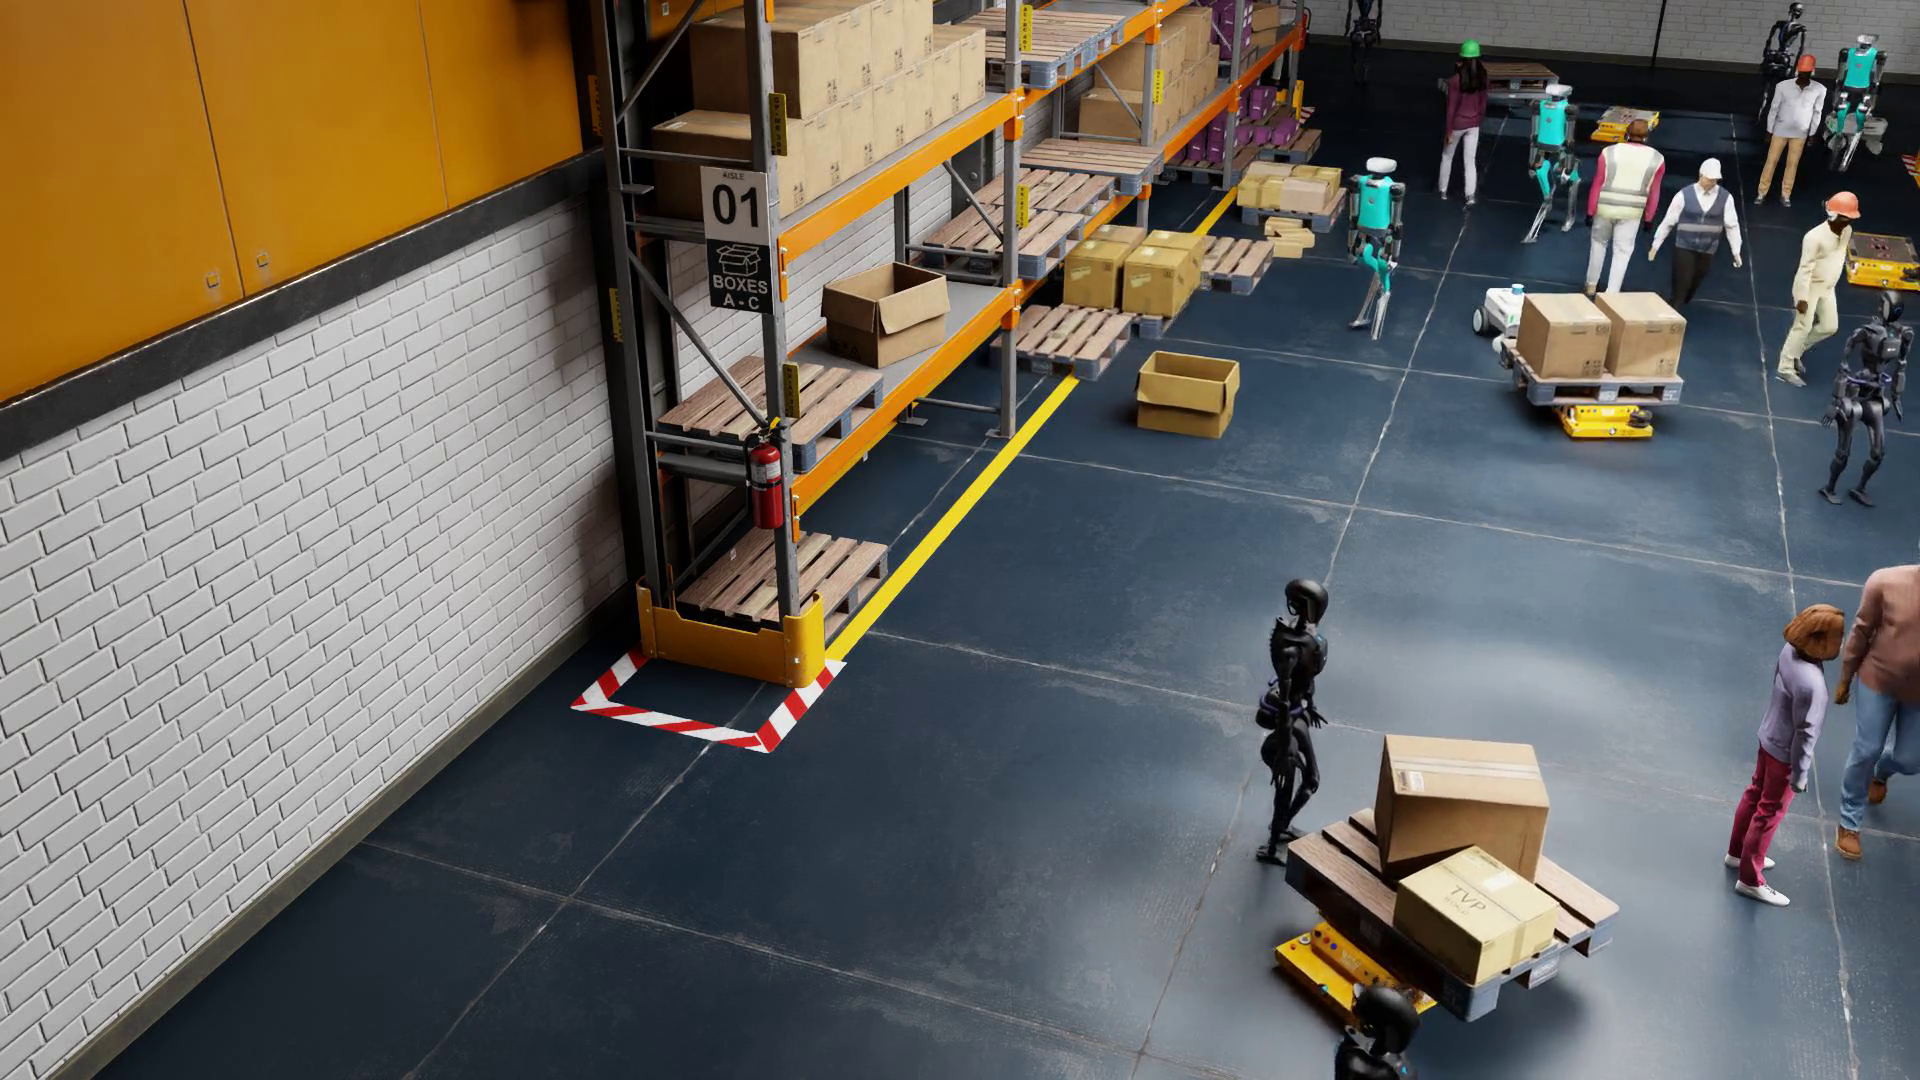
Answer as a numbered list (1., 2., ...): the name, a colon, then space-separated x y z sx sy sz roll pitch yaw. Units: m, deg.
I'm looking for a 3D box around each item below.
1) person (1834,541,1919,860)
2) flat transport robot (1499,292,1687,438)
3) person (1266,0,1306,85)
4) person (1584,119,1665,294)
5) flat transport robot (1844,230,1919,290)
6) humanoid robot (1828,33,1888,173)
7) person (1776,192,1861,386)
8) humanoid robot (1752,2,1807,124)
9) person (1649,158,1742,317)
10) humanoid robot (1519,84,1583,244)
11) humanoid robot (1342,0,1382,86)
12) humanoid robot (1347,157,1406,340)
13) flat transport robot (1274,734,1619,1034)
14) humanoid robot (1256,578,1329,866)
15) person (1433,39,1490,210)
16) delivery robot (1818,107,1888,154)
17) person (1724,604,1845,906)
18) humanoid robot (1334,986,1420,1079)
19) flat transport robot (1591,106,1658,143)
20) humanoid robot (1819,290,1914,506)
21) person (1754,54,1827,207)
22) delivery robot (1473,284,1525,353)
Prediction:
1. person: 4.840 0.708 8.527 0.646 1.962 0.657 10 29 19
2. flat transport robot: 5.303 -1.232 14.139 0.659 0.231 1.431 0 27 0
3. person: 4.947 -7.916 25.286 0.627 1.940 0.378 -8 28 -15
4. person: 6.499 -3.223 16.351 0.642 1.795 0.822 9 29 17
5. flat transport robot: 9.653 -2.946 17.464 0.659 0.231 1.431 10 29 19
6. humanoid robot: 11.110 -5.354 20.649 0.532 1.889 0.756 19 33 33
7. person: 7.418 -2.164 14.346 0.599 1.730 0.388 -17 32 -29
8. humanoid robot: 11.376 -6.610 23.054 0.608 1.641 0.598 -17 32 -29
9. person: 6.809 -2.705 15.413 0.763 1.719 0.899 5 28 9
10. humanoid robot: 6.610 -4.143 18.248 1.043 1.780 0.535 -21 34 -35
11. humanoid robot: 6.113 -7.694 25.166 0.604 1.651 0.399 -3 27 -6
12. humanoid robot: 3.915 -2.679 15.426 0.531 1.846 0.799 20 34 34
13. flat transport robot: 2.286 1.901 8.062 1.431 0.231 0.659 -16 31 -28
14. humanoid robot: 1.684 0.930 8.399 0.333 1.650 0.609 11 29 21
15. person: 5.871 -4.837 19.345 0.492 1.909 0.952 1 27 2
16. delivery robot: 11.752 -5.384 21.895 0.801 0.607 0.499 7 28 12
17. person: 4.097 1.041 8.239 0.288 1.633 0.498 6 28 11
18. humanoid robot: 1.450 2.216 5.963 0.723 1.639 0.607 18 32 31
19. flat transport robot: 9.106 -5.670 22.748 0.659 0.231 1.431 14 30 25
20. humanoid robot: 6.658 -1.032 12.205 0.615 1.648 0.367 -5 28 -10
21. person: 9.696 -4.775 19.390 0.563 1.752 0.337 10 29 19
22. delivery robot: 5.130 -2.093 15.498 0.529 0.594 0.766 -2 27 -3
